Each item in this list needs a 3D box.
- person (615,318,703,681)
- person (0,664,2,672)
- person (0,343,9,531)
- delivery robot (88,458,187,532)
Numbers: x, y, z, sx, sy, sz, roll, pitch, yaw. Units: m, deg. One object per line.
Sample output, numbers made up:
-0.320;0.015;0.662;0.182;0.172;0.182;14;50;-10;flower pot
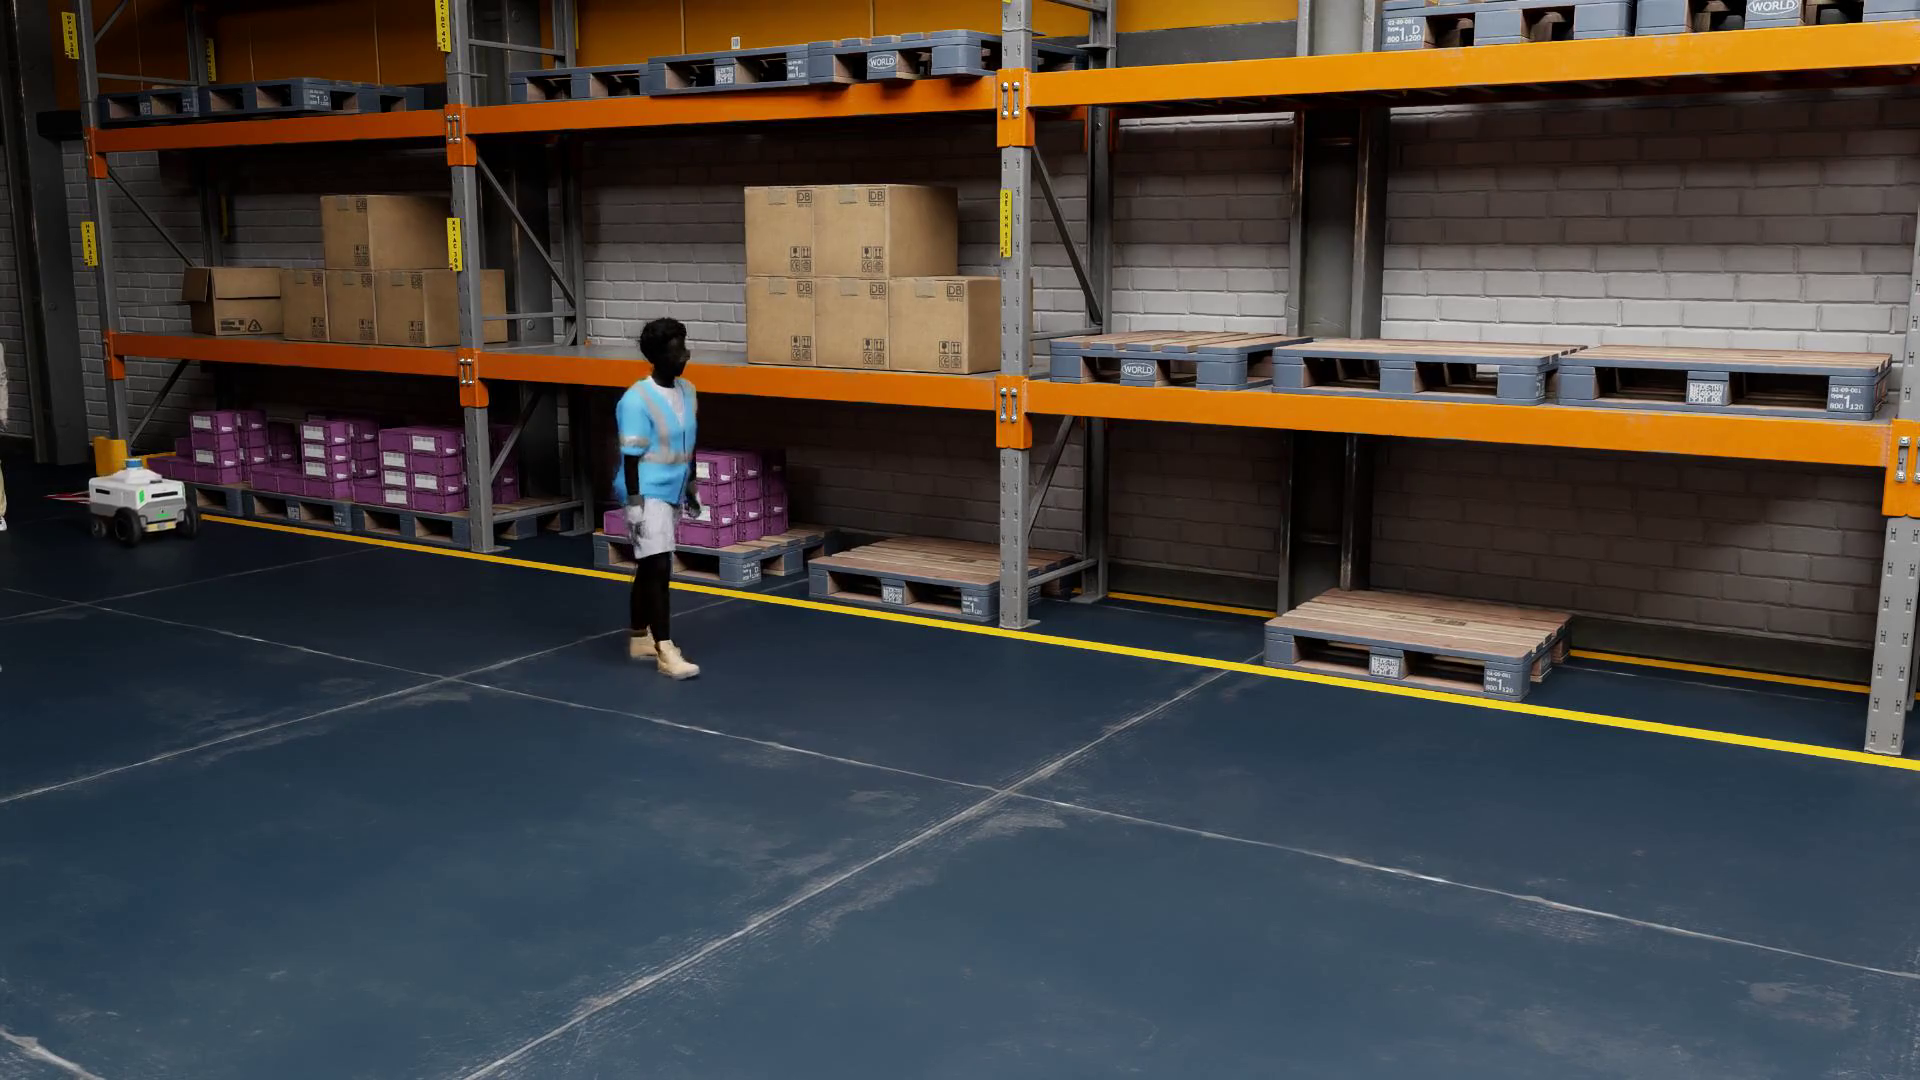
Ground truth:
-1.388;-0.197;7.762;0.558;1.666;0.546;4;11;20;person
-2.982;0.275;4.631;0.517;1.849;0.534;4;11;22;person
-6.861;-0.860;11.521;0.498;1.634;0.280;-3;11;-18;person
-5.537;-0.306;11.185;0.707;0.478;0.477;7;12;35;delivery robot
